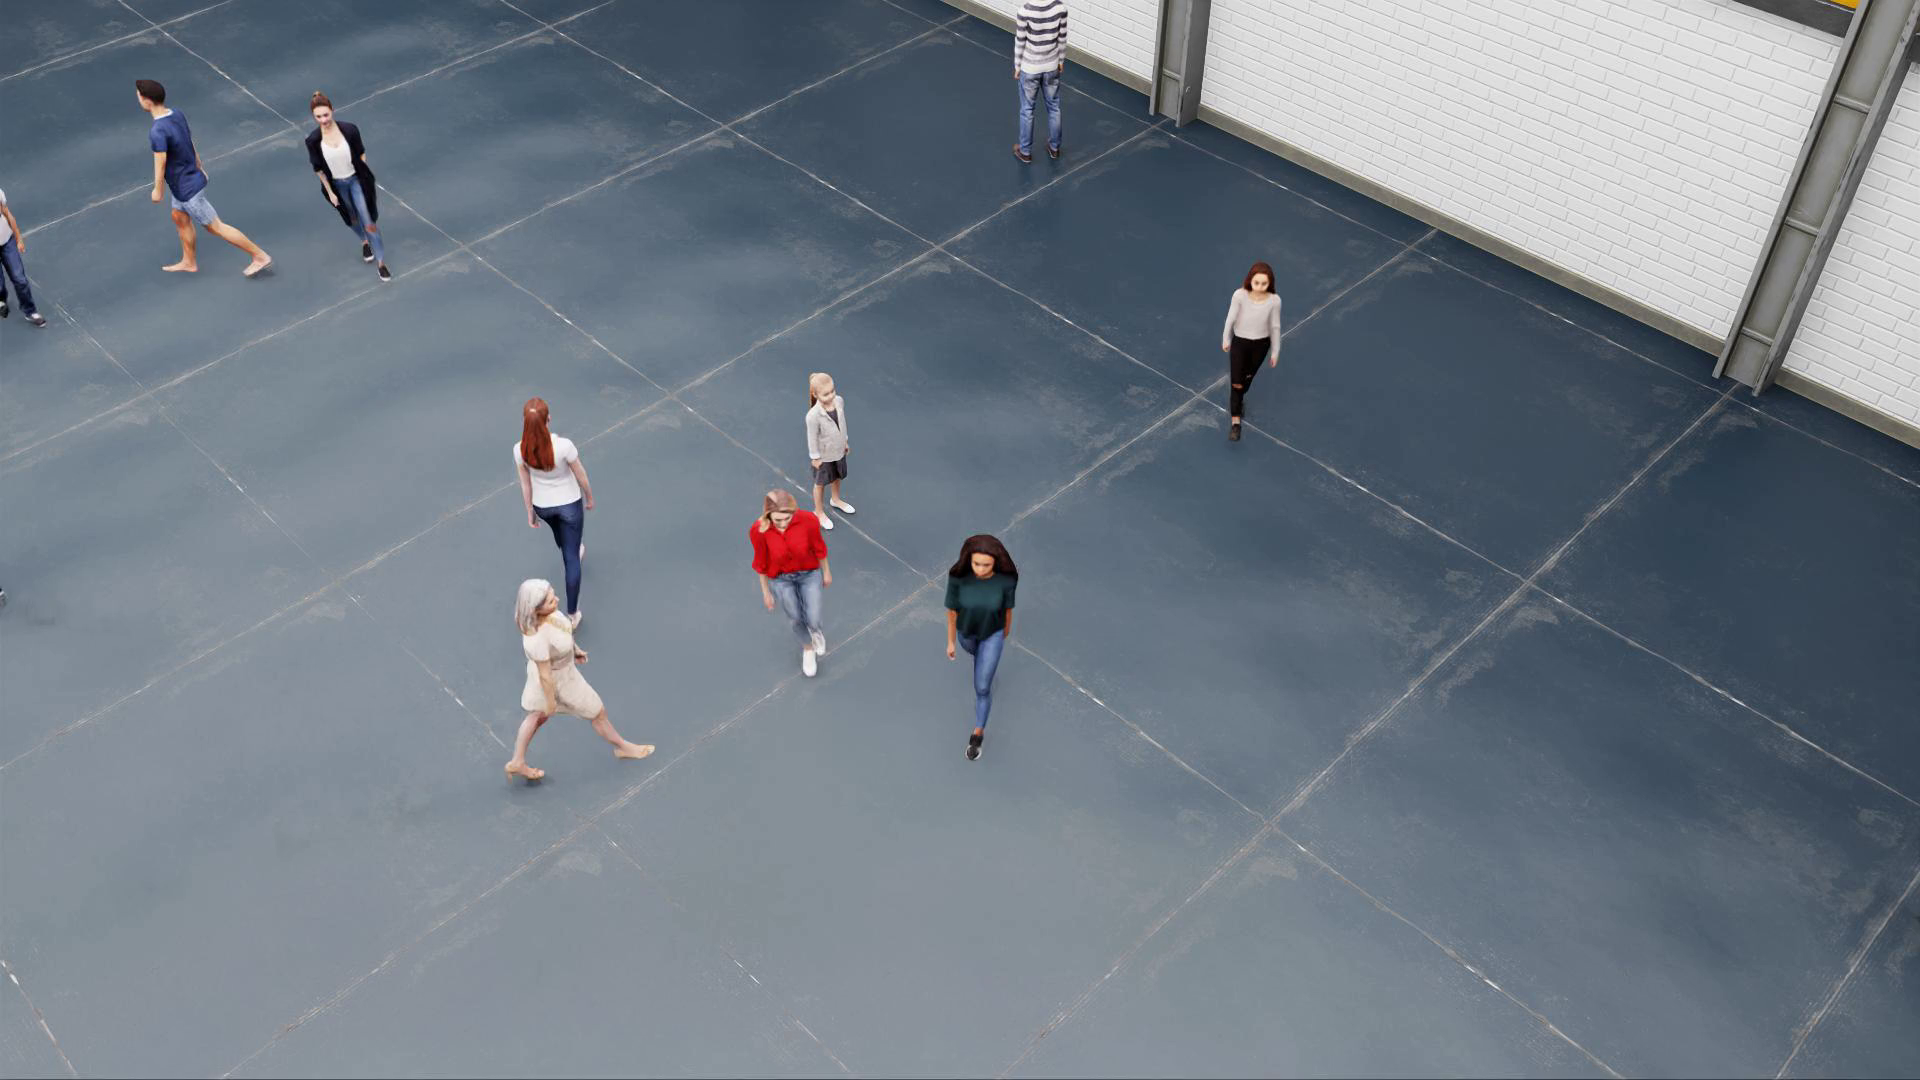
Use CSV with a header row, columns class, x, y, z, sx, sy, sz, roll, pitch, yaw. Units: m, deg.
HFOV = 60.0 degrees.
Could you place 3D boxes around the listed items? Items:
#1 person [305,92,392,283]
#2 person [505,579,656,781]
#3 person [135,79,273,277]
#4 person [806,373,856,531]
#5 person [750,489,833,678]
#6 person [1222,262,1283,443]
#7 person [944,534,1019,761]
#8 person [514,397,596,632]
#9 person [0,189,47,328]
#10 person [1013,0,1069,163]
class,x,y,z,sx,sy,sz,roll,pitch,yaw
person,-5.239,-3.080,14.182,0.895,1.651,1.076,-15,46,-15
person,-2.523,0.886,9.995,0.996,1.684,1.167,-13,45,-13
person,-6.390,-2.980,13.964,1.155,1.806,1.181,-6,44,-6
person,-0.950,-0.665,11.919,0.518,1.275,0.506,32,52,29
person,-1.080,0.195,10.727,0.811,1.675,0.859,-9,44,-9
person,2.215,-1.541,12.701,0.881,1.465,0.918,3,44,3
person,0.132,0.517,10.461,1.118,1.576,1.062,7,44,7
person,-2.681,-0.152,11.076,1.065,1.697,1.148,-2,44,-2
person,-7.899,-2.430,13.576,0.557,1.546,0.739,-33,53,-30
person,0.747,-4.400,15.426,0.721,1.846,0.723,-10,44,-10
